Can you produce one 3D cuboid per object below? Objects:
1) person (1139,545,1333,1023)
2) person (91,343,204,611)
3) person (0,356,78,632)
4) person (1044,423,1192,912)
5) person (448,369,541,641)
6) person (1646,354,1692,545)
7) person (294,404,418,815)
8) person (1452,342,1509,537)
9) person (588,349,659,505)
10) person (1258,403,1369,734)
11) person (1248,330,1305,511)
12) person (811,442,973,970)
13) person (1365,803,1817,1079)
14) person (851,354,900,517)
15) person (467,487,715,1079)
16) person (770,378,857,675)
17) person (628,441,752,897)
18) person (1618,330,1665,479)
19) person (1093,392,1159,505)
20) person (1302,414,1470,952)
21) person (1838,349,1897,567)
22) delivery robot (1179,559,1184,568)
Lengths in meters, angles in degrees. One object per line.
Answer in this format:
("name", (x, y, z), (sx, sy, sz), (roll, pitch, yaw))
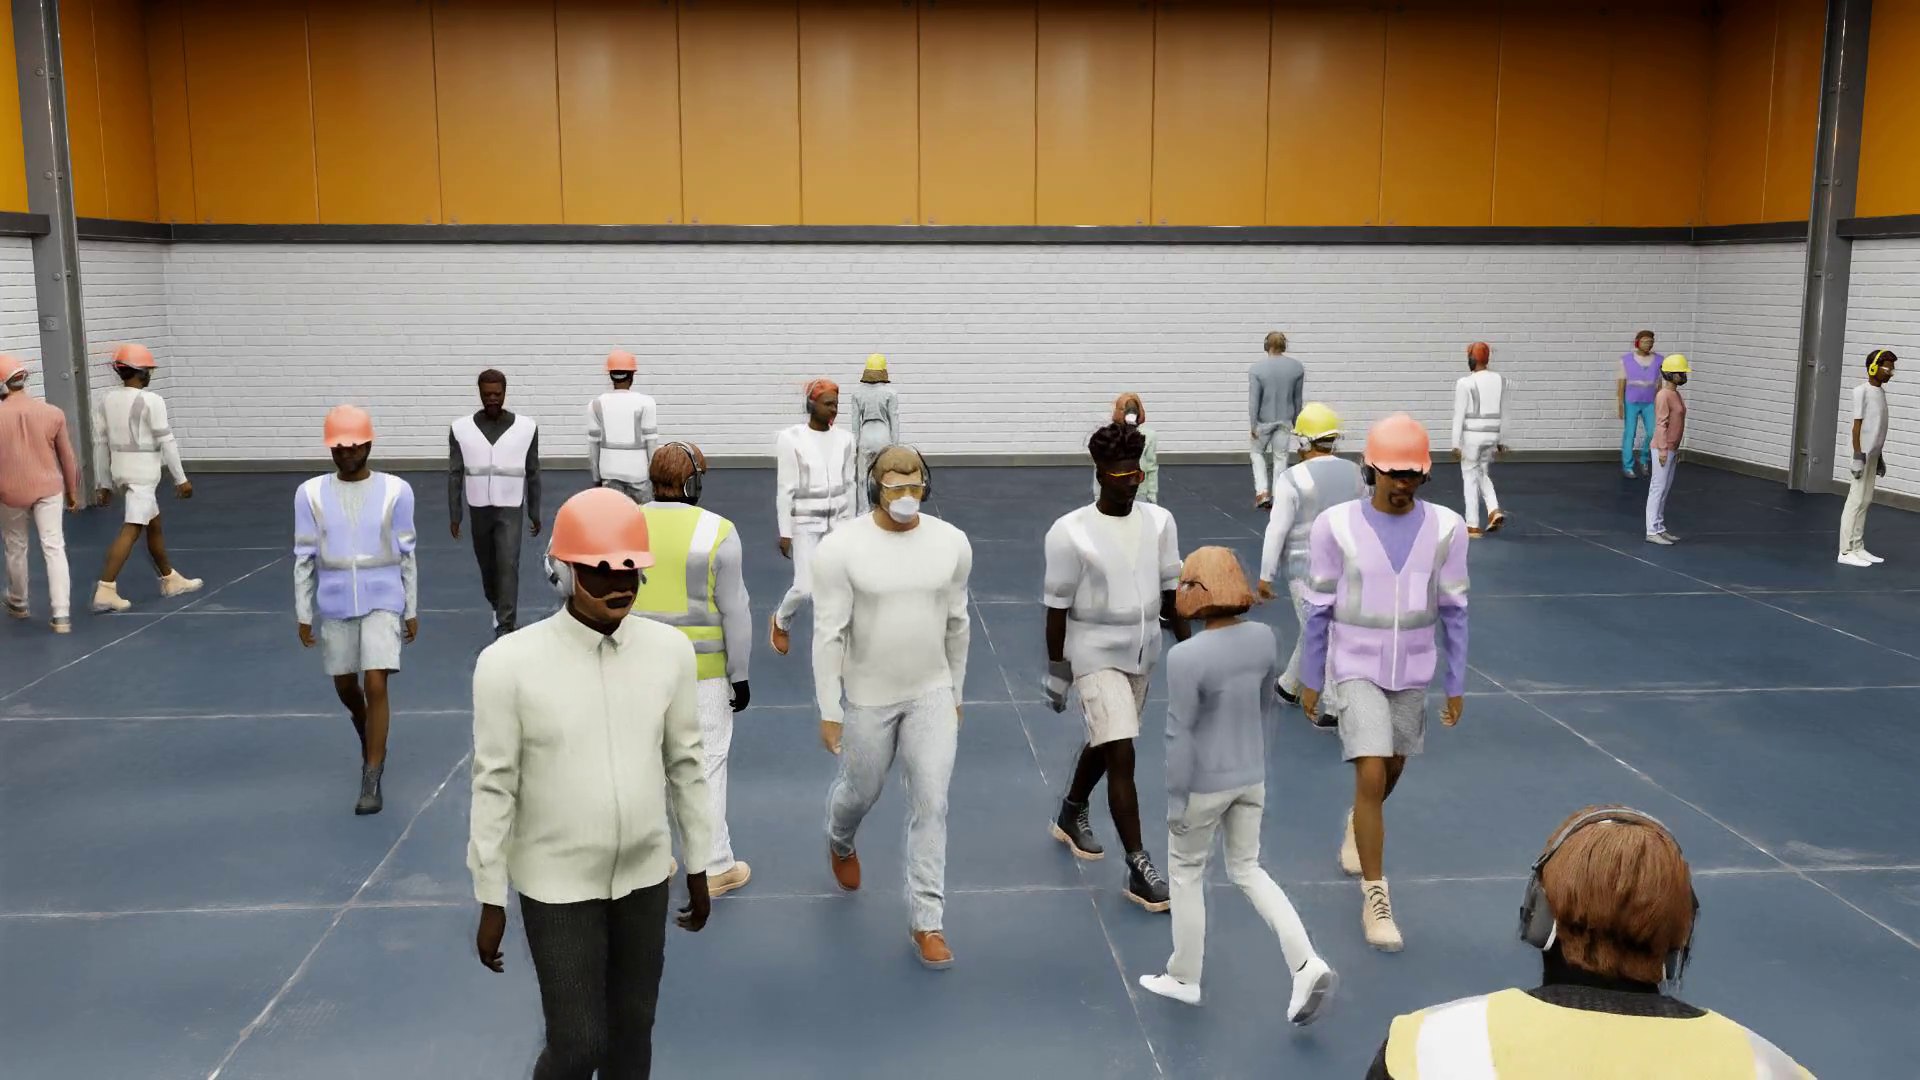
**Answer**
("person", (0.918, 0.825, 5.546), (0.496, 1.617, 0.607), (-7, 11, -35))
("person", (-6.221, -0.479, 12.554), (0.616, 1.997, 1.040), (5, 10, 28))
("person", (-6.636, -0.339, 11.827), (0.666, 1.920, 1.039), (-8, 12, -40))
("person", (0.641, 0.470, 6.819), (0.627, 1.922, 0.998), (-6, 11, -33))
("person", (-3.150, -0.231, 11.303), (0.596, 1.882, 0.975), (-1, 9, -8))
("person", (6.608, -0.841, 15.504), (0.312, 1.768, 0.522), (6, 11, 35))
("person", (-2.883, 0.286, 7.996), (0.555, 1.909, 0.880), (-2, 9, -11))
("person", (4.940, -0.949, 15.847), (0.598, 1.871, 0.446), (-3, 10, -20))
("person", (-2.622, -0.539, 13.110), (0.581, 1.920, 0.524), (0, 9, 3))
("person", (1.952, 0.141, 9.262), (0.611, 1.789, 0.938), (-5, 10, -28))
("person", (3.316, -1.250, 17.585), (0.636, 1.922, 0.452), (-1, 9, -6))
("person", (-0.281, 0.561, 6.283), (0.637, 1.908, 0.926), (-3, 10, -19))
("person", (0.852, 1.277, 2.198), (0.648, 1.789, 0.892), (0, 9, 1))
("person", (-0.808, -0.930, 16.132), (0.484, 1.744, 0.295), (2, 9, 15))
("person", (-0.904, 0.848, 4.210), (0.645, 1.980, 0.433), (-8, 12, -40))
("person", (-0.927, -0.092, 10.498), (0.590, 1.862, 0.651), (-7, 11, -35))
("person", (-1.127, 0.519, 6.723), (0.632, 1.842, 0.429), (3, 9, 16))
("person", (8.351, -1.661, 20.437), (0.563, 1.832, 0.457), (1, 9, 4))
("person", (1.259, -0.338, 12.806), (0.511, 1.621, 0.479), (-3, 9, -15))
("person", (1.653, 0.483, 6.515), (0.608, 1.992, 1.023), (0, 9, -2))
("person", (7.855, -0.710, 14.373), (0.518, 1.865, 0.326), (-8, 12, -41))
("delivery robot", (1.428, 0.267, 12.038), (0.707, 0.478, 0.477), (8, 12, 39))
